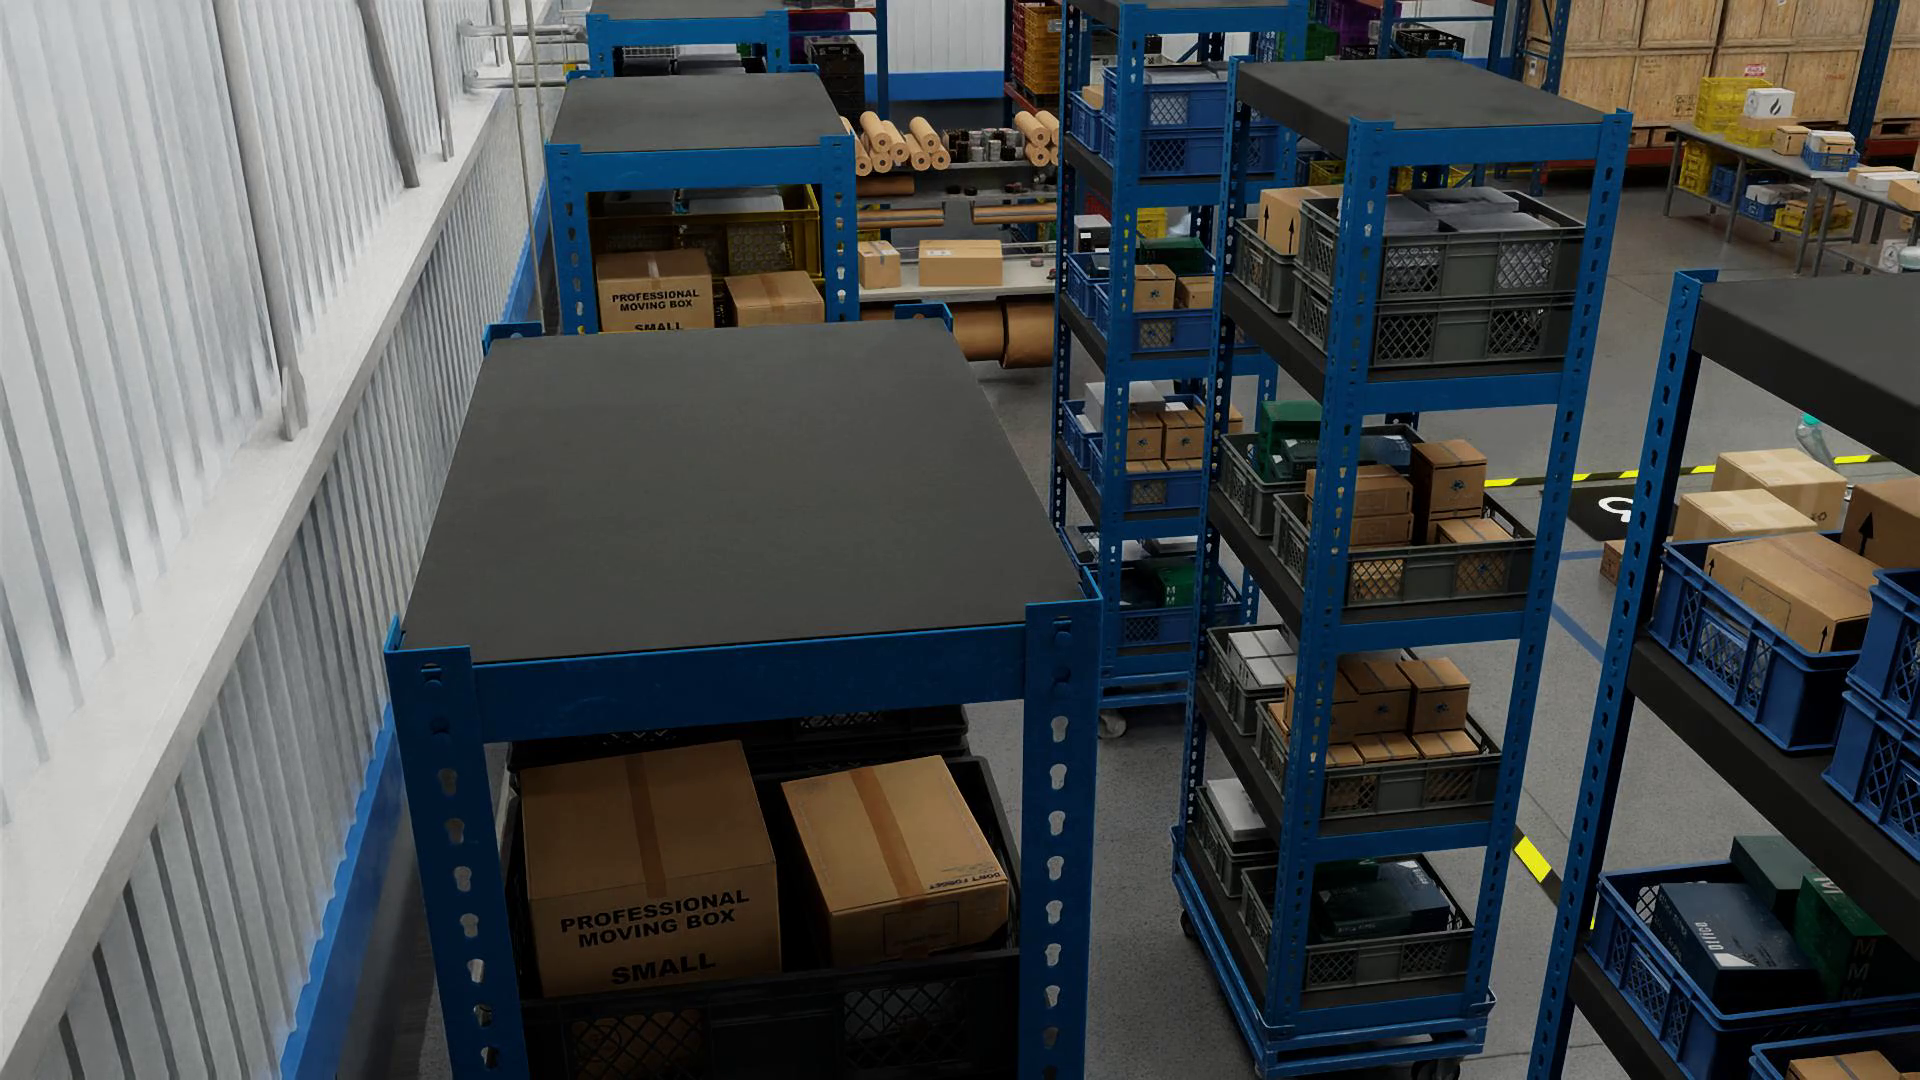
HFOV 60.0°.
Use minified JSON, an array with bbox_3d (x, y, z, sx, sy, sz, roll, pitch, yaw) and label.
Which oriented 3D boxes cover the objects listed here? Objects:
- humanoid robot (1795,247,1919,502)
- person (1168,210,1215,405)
[{"bbox_3d":[5.774,-1.101,10.777,0.735,1.674,0.533,14,28,28],"label":"humanoid robot"},{"bbox_3d":[1.542,-1.316,11.265,0.370,1.852,0.588,-5,25,-11],"label":"person"}]
